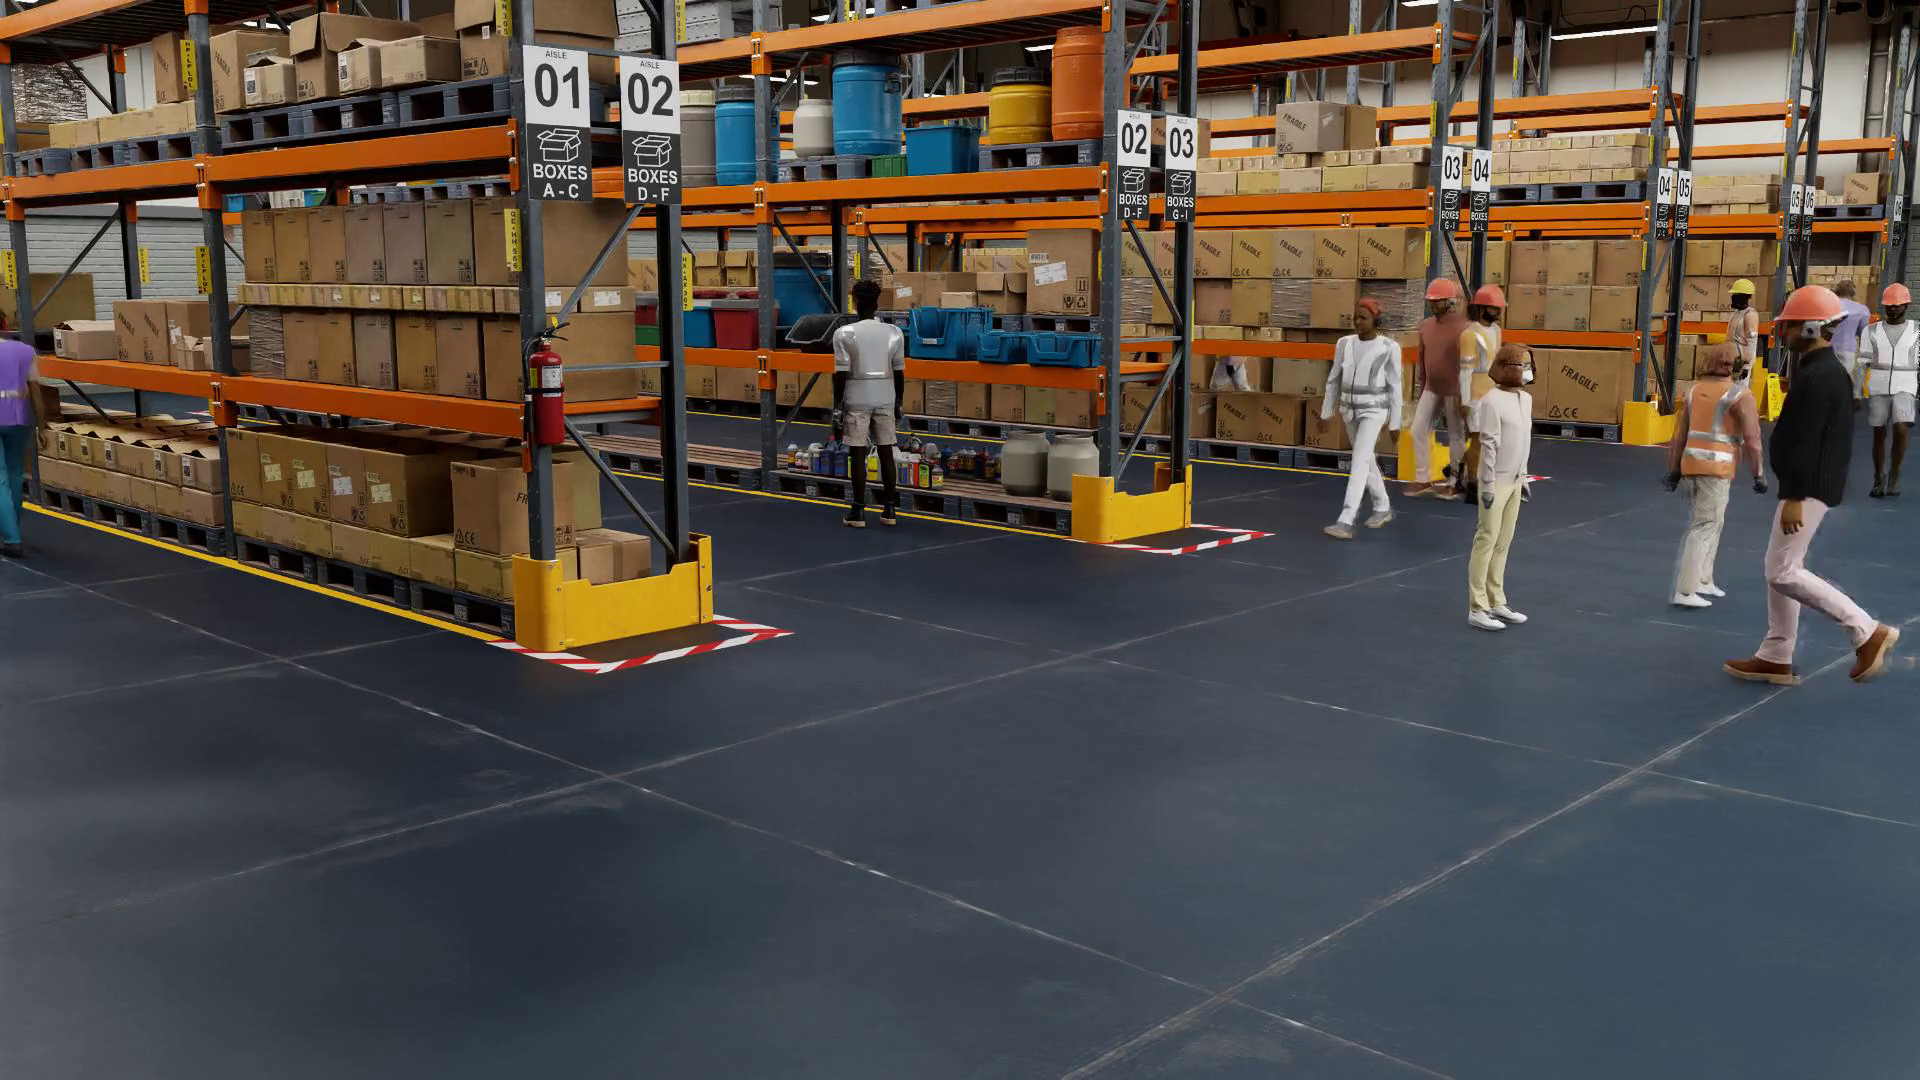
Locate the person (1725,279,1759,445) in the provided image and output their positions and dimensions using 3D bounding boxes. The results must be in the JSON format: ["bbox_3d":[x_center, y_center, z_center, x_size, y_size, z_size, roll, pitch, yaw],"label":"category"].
[{"bbox_3d":[9.153,-2.094,19.557,0.361,1.930,0.589,1,9,4],"label":"person"}]

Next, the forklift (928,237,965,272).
[{"bbox_3d":[-0.326,-5.817,39.609,1.129,2.768,1.873,9,13,43],"label":"forklift"}]

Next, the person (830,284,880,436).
[{"bbox_3d":[-1.239,-2.079,19.590,0.632,1.902,0.987,-5,10,-27],"label":"person"}]

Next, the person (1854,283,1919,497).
[{"bbox_3d":[8.317,-1.327,14.882,0.583,1.915,0.623,7,11,35],"label":"person"}]

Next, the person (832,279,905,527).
[{"bbox_3d":[-0.733,-1.094,13.313,0.613,1.963,0.362,-4,10,-23],"label":"person"}]

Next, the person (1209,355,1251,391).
[{"bbox_3d":[3.369,-2.270,21.052,0.985,1.790,0.647,5,10,26],"label":"person"}]

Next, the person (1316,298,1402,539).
[{"bbox_3d":[3.146,-0.959,12.923,0.997,1.838,0.590,-7,12,-37],"label":"person"}]

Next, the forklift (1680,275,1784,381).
[{"bbox_3d":[12.480,-3.427,27.053,1.214,2.155,2.313,9,13,43],"label":"forklift"}]

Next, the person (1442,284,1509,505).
[{"bbox_3d":[4.544,-1.283,14.609,0.519,1.919,0.565,9,13,44],"label":"person"}]

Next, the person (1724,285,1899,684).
[{"bbox_3d":[4.177,-0.244,8.077,0.672,1.971,0.626,5,11,30],"label":"person"}]

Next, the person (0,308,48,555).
[{"bbox_3d":[-7.064,-0.823,12.158,0.959,1.798,0.586,9,13,43],"label":"person"}]

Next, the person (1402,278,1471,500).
[{"bbox_3d":[4.258,-1.330,14.755,0.653,1.964,0.640,-7,12,-36],"label":"person"}]

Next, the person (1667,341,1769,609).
[{"bbox_3d":[4.601,-0.389,10.086,0.637,1.613,0.518,-2,10,-14],"label":"person"}]

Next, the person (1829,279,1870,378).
[{"bbox_3d":[11.433,-2.418,21.599,0.648,1.908,0.819,6,11,31],"label":"person"}]

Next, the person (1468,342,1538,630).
[{"bbox_3d":[3.136,-0.317,9.568,0.285,1.633,0.501,9,13,44],"label":"person"}]
